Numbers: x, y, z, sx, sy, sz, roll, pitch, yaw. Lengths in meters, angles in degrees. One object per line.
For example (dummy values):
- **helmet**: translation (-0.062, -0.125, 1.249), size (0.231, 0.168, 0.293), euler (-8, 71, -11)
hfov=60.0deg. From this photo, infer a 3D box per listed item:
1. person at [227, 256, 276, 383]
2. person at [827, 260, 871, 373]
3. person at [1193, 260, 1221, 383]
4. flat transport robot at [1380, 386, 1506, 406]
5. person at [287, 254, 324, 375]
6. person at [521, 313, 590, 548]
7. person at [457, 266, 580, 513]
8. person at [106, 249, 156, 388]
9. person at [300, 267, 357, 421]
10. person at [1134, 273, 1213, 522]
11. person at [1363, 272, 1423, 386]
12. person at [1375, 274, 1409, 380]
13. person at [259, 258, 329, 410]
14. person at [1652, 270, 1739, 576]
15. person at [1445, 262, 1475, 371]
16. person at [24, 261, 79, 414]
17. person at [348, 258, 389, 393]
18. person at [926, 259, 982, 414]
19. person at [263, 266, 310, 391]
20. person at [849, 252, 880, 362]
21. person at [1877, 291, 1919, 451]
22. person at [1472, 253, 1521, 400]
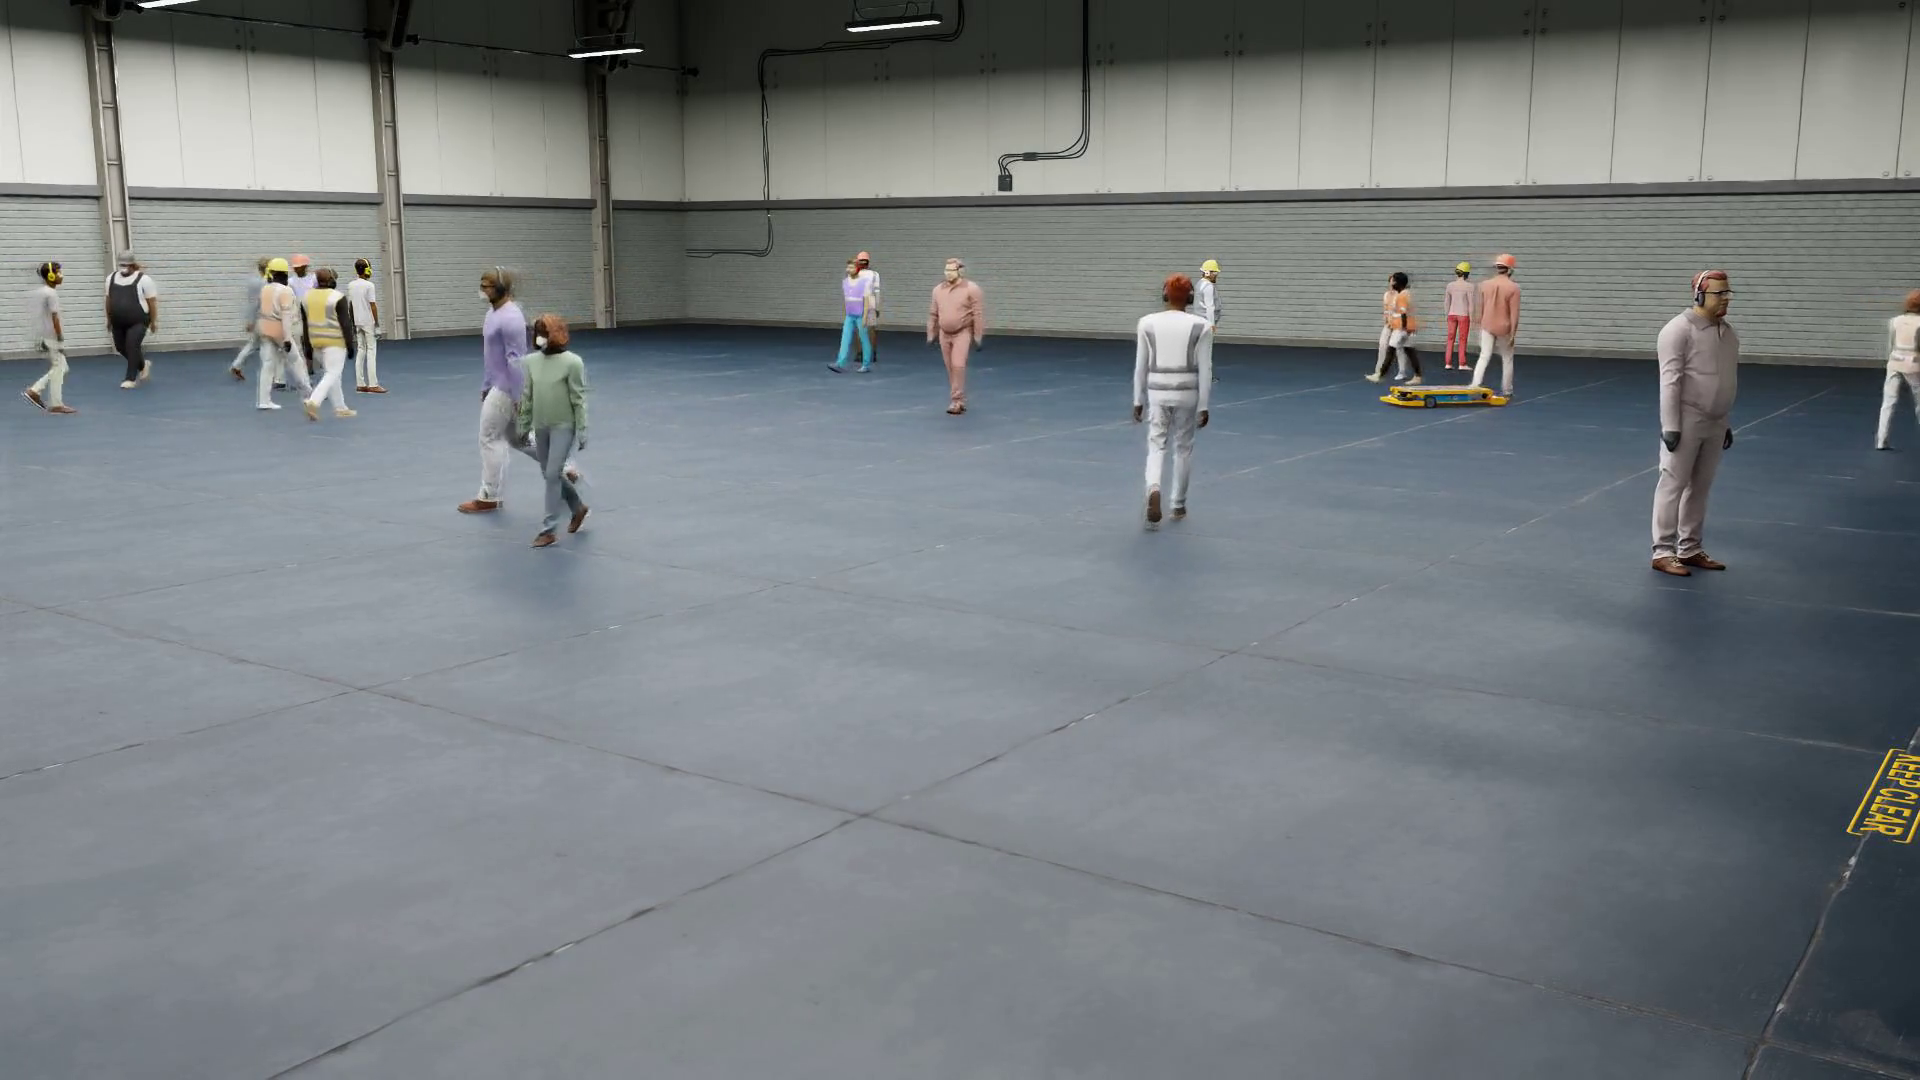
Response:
- **person**: translation (-10.571, -3.283, 24.805), size (0.840, 1.902, 0.660), euler (-1, 10, -5)
- **person**: translation (-1.733, -3.546, 26.489), size (0.594, 1.804, 0.907), euler (7, 13, 36)
- **person**: translation (3.695, -3.264, 24.871), size (0.404, 1.827, 0.589), euler (-1, 10, -7)
- **flat transport robot**: translation (6.194, -1.855, 21.339), size (1.431, 0.197, 0.652), euler (-2, 10, -10)
- **person**: translation (-10.300, -3.558, 26.283), size (0.567, 1.911, 0.690), euler (0, 10, 2)
- **person**: translation (-2.815, -0.787, 11.619), size (0.513, 1.606, 0.776), euler (5, 11, 26)
- **person**: translation (-3.461, -1.173, 12.961), size (0.916, 1.909, 0.638), euler (-4, 11, -22)
- **person**: translation (-11.972, -3.231, 24.084), size (0.705, 2.000, 0.789), euler (0, 10, 2)
- **person**: translation (-7.456, -2.300, 19.553), size (0.625, 1.811, 0.874), euler (4, 11, 20)
- **person**: translation (1.569, -1.037, 12.303), size (0.587, 1.862, 0.741), euler (3, 10, 15)
- **person**: translation (6.366, -3.067, 24.249), size (0.880, 1.646, 0.548), euler (3, 11, 17)
- **person**: translation (6.604, -3.219, 25.245), size (0.550, 1.617, 0.530), euler (-7, 12, -34)
- **person**: translation (-8.493, -2.597, 20.983), size (0.611, 1.881, 0.958), euler (6, 12, 32)
- **person**: translation (4.664, -0.736, 10.483), size (0.638, 1.911, 0.402), euler (-6, 12, -30)
- **person**: translation (8.200, -3.661, 27.263), size (0.319, 1.767, 0.534), euler (-9, 13, -40)
- **person**: translation (-11.093, -2.449, 20.233), size (0.472, 1.859, 0.511), euler (-7, 12, -35)
- **person**: translation (-8.240, -2.967, 23.095), size (0.532, 1.867, 0.316), euler (6, 12, 29)
- **person**: translation (-0.127, -2.462, 20.224), size (0.680, 1.875, 0.824), euler (5, 11, 28)
- **person**: translation (-9.454, -2.956, 23.282), size (0.705, 1.774, 0.616), euler (-9, 14, -42)
- **person**: translation (-1.681, -4.078, 29.152), size (0.551, 1.923, 0.382), euler (-3, 11, -16)
- **person**: translation (9.605, -1.697, 16.748), size (0.855, 1.595, 0.518), euler (-6, 12, -28)
- **person**: translation (7.029, -2.777, 21.812), size (0.606, 1.957, 0.994), euler (9, 14, 42)
